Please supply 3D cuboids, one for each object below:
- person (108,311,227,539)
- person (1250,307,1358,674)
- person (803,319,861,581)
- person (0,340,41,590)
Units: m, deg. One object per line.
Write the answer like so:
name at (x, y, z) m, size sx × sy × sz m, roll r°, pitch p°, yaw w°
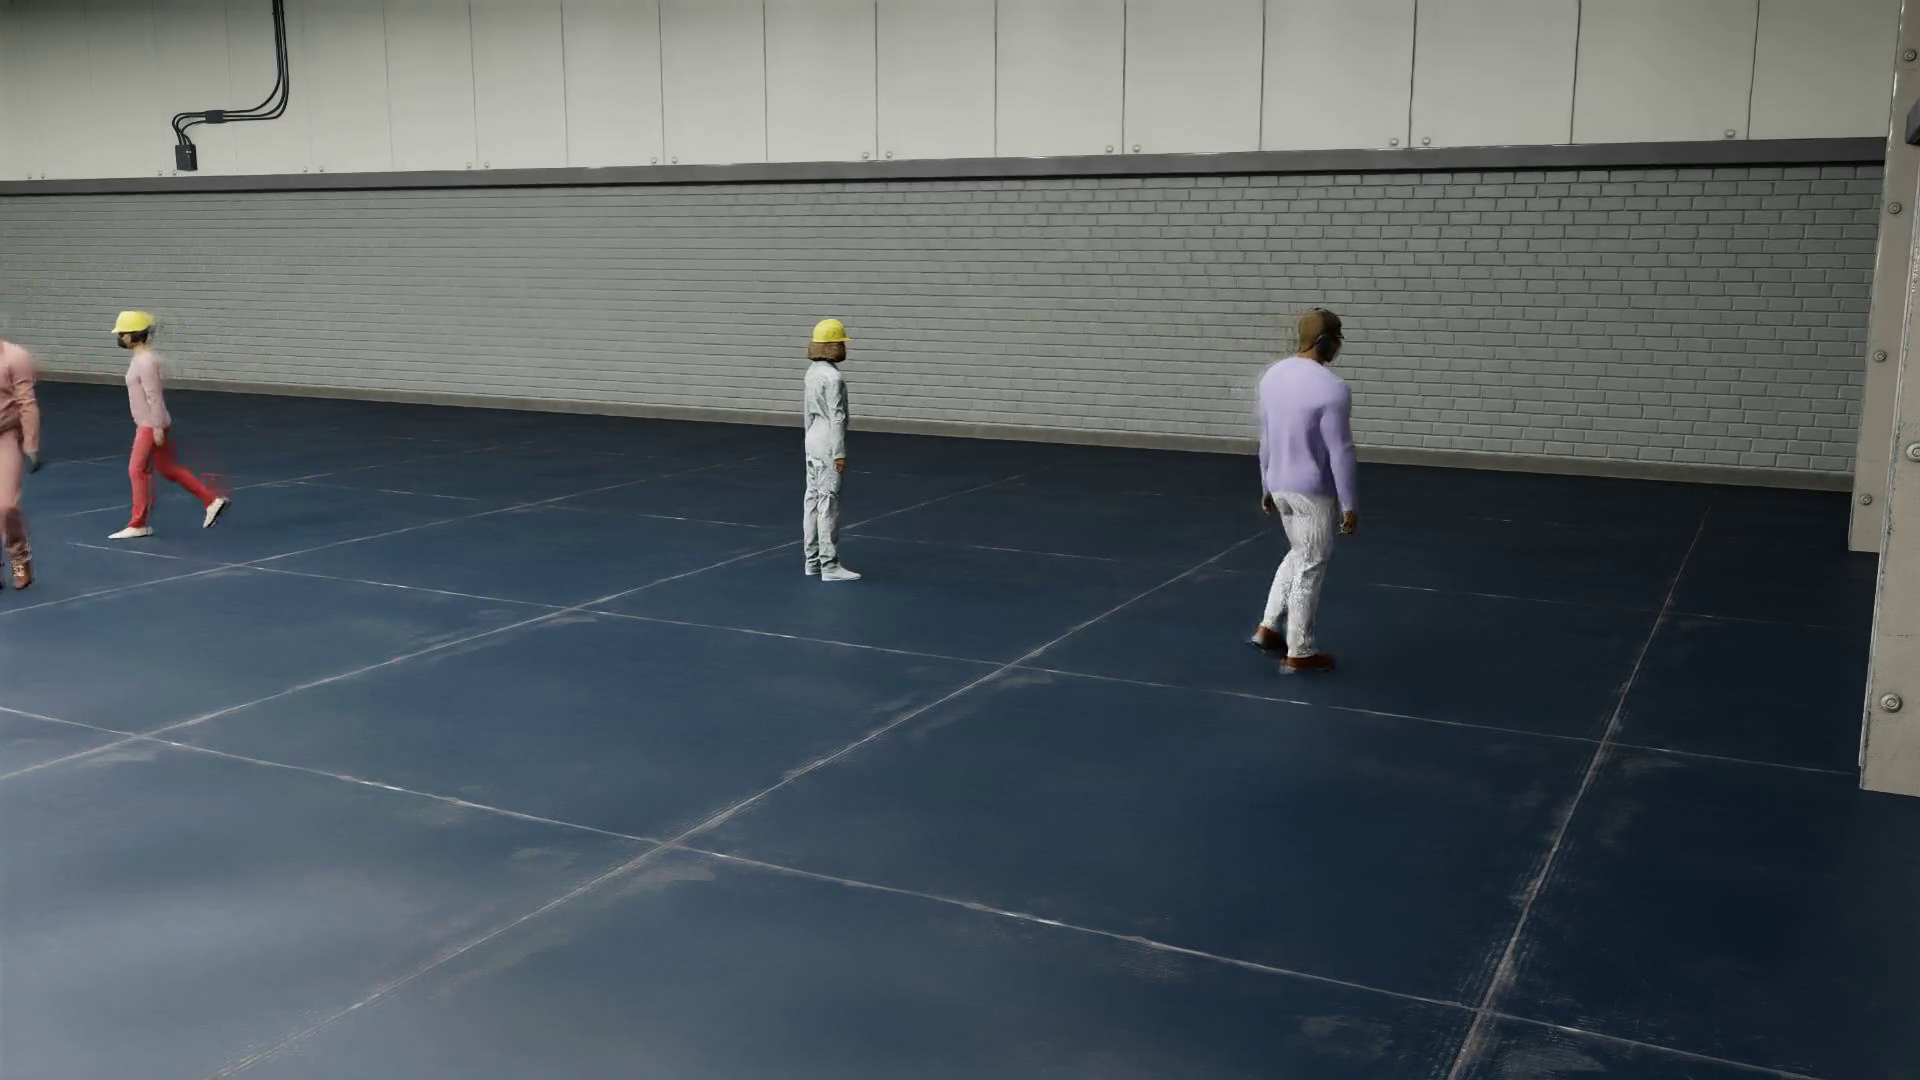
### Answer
person at (-6.127, -0.893, 12.761) m, size 0.811 × 1.739 × 0.533 m, roll -6°, pitch 12°, yaw -30°
person at (1.822, -0.240, 8.656) m, size 0.430 × 1.928 × 0.660 m, roll -5°, pitch 12°, yaw -25°
person at (-0.876, -0.604, 11.149) m, size 0.311 × 1.744 × 0.486 m, roll -5°, pitch 12°, yaw -27°
person at (-6.238, -0.582, 10.600) m, size 0.669 × 1.895 × 0.433 m, roll -1°, pitch 10°, yaw -7°
